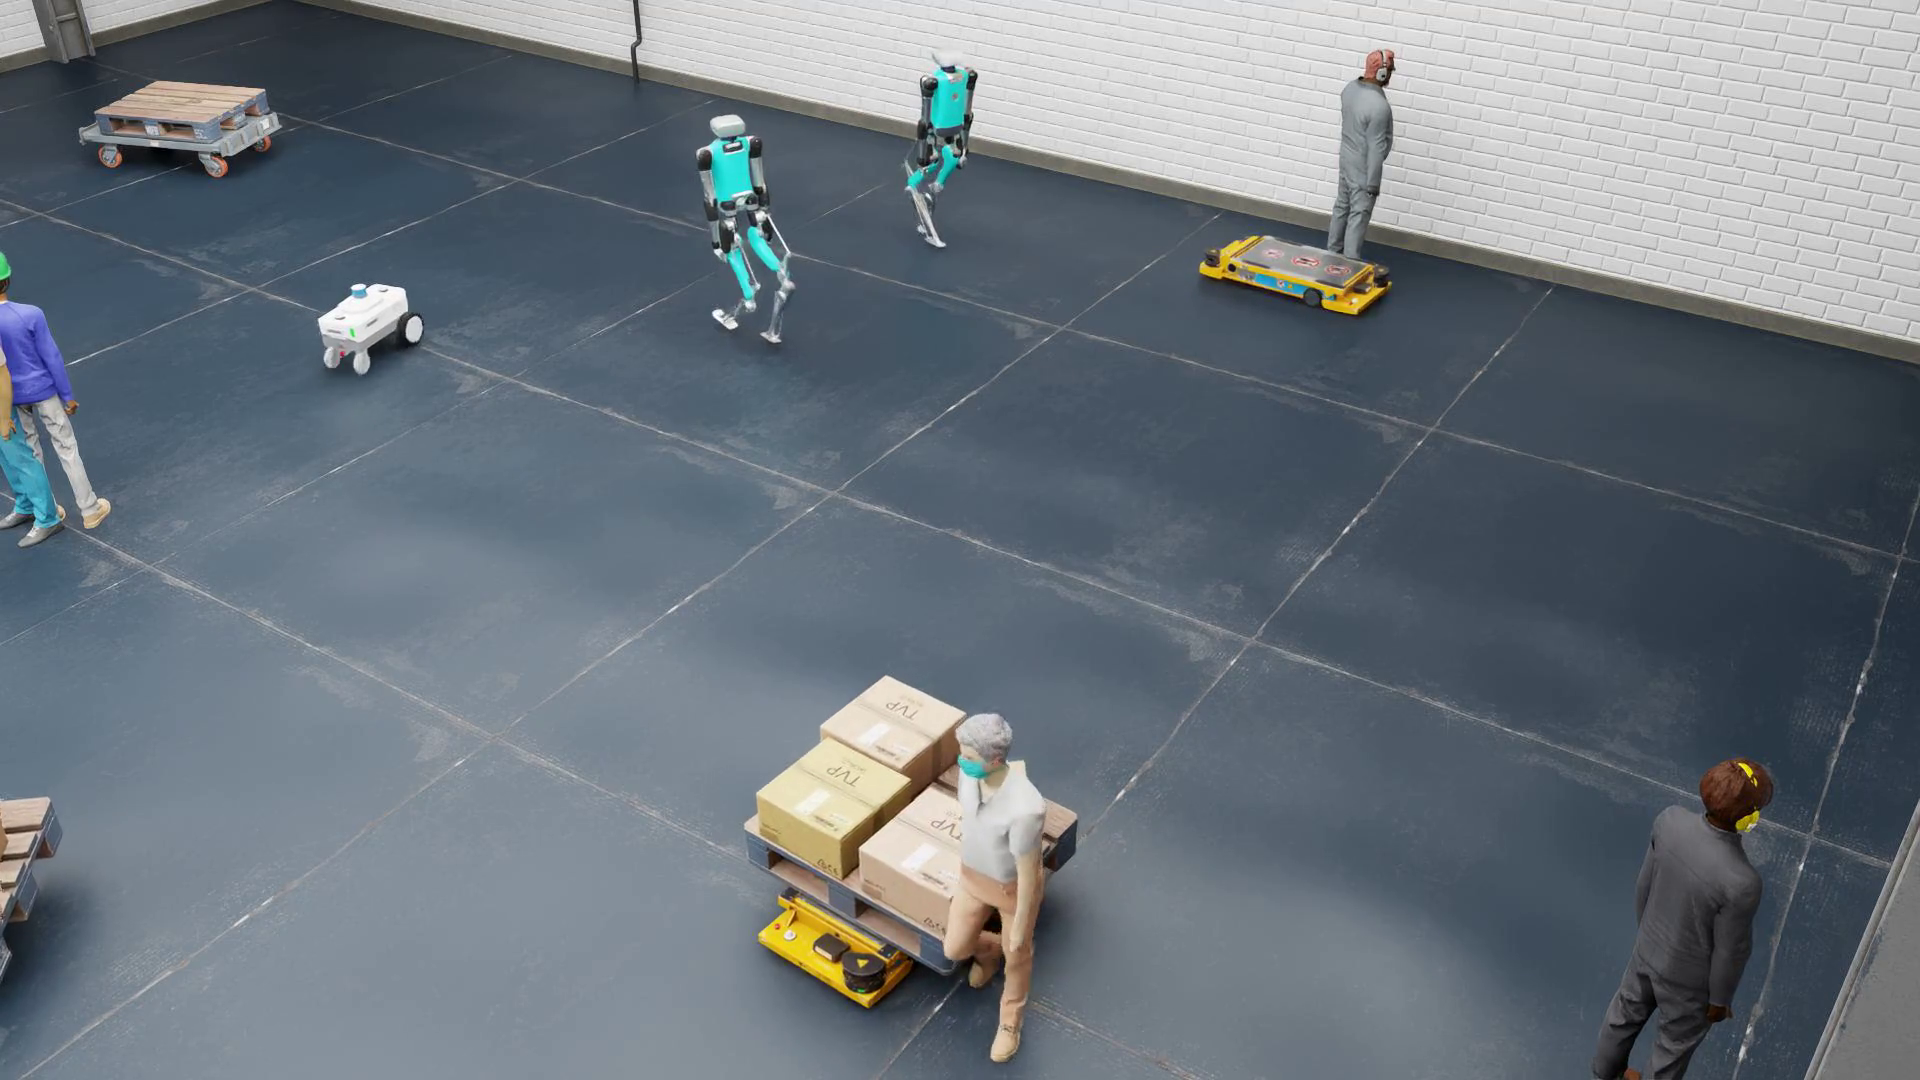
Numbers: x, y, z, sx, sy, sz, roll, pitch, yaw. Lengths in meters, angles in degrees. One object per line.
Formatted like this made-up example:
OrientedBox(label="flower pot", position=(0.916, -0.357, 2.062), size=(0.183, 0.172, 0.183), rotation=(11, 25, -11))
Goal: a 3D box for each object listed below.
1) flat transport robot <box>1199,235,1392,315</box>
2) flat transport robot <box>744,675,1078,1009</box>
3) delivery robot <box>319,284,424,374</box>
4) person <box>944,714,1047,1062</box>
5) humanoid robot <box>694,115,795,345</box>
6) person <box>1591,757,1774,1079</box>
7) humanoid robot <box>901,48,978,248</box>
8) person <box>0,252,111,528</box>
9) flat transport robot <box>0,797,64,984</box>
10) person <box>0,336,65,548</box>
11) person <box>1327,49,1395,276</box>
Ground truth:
OrientedBox(label="flat transport robot", position=(2.760, -2.207, 13.690), size=(1.431, 0.231, 0.659), rotation=(22, 39, 30))
OrientedBox(label="flat transport robot", position=(-0.223, 1.566, 7.820), size=(0.659, 0.231, 1.431), rotation=(22, 39, 31))
OrientedBox(label="delivery robot", position=(-4.469, -1.637, 12.557), size=(0.499, 0.614, 0.815), rotation=(11, 34, 17))
OrientedBox(label="person", position=(0.160, 1.384, 6.753), size=(0.456, 1.724, 0.454), rotation=(20, 38, 28))
OrientedBox(label="humanoid robot", position=(-1.553, -2.231, 12.375), size=(0.539, 1.744, 0.963), rotation=(-21, 38, -30))
OrientedBox(label="person", position=(2.742, 1.582, 6.310), size=(0.356, 1.875, 0.495), rotation=(-13, 35, -19))
OrientedBox(label="humanoid robot", position=(-0.263, -3.285, 14.109), size=(0.542, 1.880, 0.811), rotation=(-21, 38, -30))
OrientedBox(label="person", position=(-5.678, -0.897, 10.172), size=(0.468, 1.871, 0.348), rotation=(-8, 34, -13))
OrientedBox(label="flat transport robot", position=(-4.762, 1.789, 7.473), size=(0.659, 0.231, 1.431), rotation=(-5, 33, -8))
OrientedBox(label="person", position=(-5.867, -0.839, 10.099), size=(0.564, 1.849, 0.390), rotation=(25, 40, 33))
OrientedBox(label="person", position=(3.269, -3.019, 13.451), size=(0.405, 1.899, 0.629), rotation=(-7, 33, -11))
